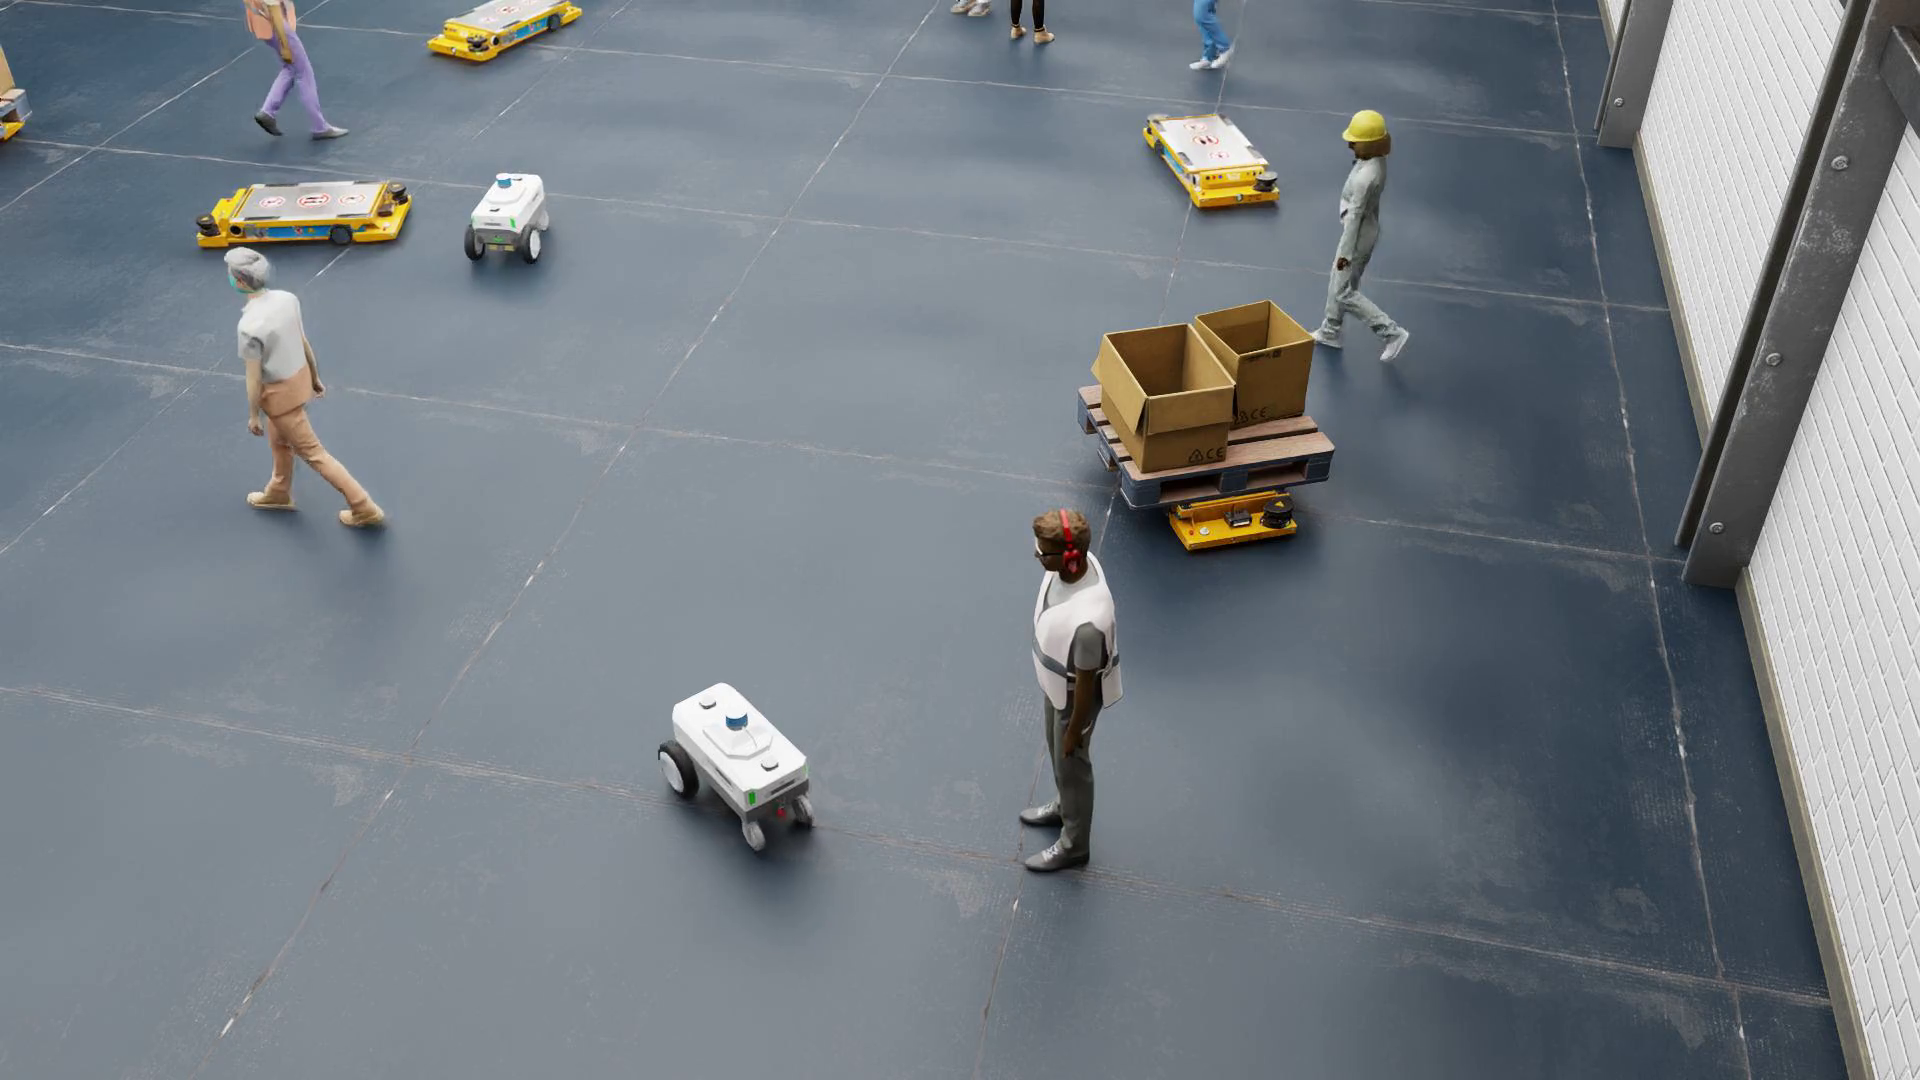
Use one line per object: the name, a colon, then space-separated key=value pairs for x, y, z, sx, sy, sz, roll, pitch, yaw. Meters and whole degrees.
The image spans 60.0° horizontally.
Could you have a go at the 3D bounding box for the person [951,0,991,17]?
person: x=0.120 y=-5.923 z=15.806 sx=0.514 sy=1.862 sz=0.621 roll=-24 pitch=43 yaw=-29

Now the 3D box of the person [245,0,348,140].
person: x=-5.478 y=-4.081 z=13.377 sx=0.633 sy=1.821 sz=0.589 roll=-24 pitch=43 yaw=-28

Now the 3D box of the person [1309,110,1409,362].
person: x=2.579 y=-1.902 z=10.550 sx=0.651 sy=1.724 sz=0.493 roll=12 pitch=39 yaw=16

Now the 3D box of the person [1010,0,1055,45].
person: x=0.656 y=-5.413 z=15.266 sx=0.534 sy=1.699 sz=0.318 roll=22 pitch=42 yaw=26

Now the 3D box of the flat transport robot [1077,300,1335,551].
flat transport robot: x=1.396 y=-0.455 z=9.828 sx=0.659 sy=0.231 sz=1.431 roll=-9 pitch=38 yaw=-12

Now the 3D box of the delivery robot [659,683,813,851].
delivery robot: x=-1.028 y=0.995 z=7.664 sx=0.499 sy=0.614 sz=0.790 roll=-26 pitch=44 yaw=-30

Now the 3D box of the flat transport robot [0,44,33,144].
flat transport robot: x=-8.293 y=-3.153 z=13.438 sx=0.659 sy=0.231 sz=1.431 roll=4 pitch=37 yaw=5

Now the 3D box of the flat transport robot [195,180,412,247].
flat transport robot: x=-4.915 y=-2.449 z=12.496 sx=1.431 sy=0.231 sz=0.659 roll=-3 pitch=37 yaw=-3

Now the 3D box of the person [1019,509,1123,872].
person: x=0.474 y=0.634 z=7.066 sx=0.401 sy=1.834 sz=0.567 roll=-5 pitch=37 yaw=-7

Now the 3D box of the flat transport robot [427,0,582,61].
flat transport robot: x=-4.305 y=-4.895 z=15.769 sx=0.659 sy=0.231 sz=1.431 roll=19 pitch=41 yaw=23

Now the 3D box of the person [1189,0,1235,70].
person: x=2.193 y=-4.997 z=14.705 sx=0.434 sy=1.692 sz=0.525 roll=-10 pitch=38 yaw=-13

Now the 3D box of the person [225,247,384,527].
person: x=-3.694 y=-0.817 z=9.111 sx=0.884 sy=1.705 sz=0.494 roll=6 pitch=37 yaw=8

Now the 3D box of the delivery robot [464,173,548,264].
delivery robot: x=-3.297 y=-2.367 z=12.160 sx=0.499 sy=0.611 sz=0.809 roll=4 pitch=37 yaw=5

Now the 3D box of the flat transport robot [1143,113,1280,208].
flat transport robot: x=1.995 y=-3.067 z=13.322 sx=0.659 sy=0.231 sz=1.431 roll=-8 pitch=37 yaw=-10
